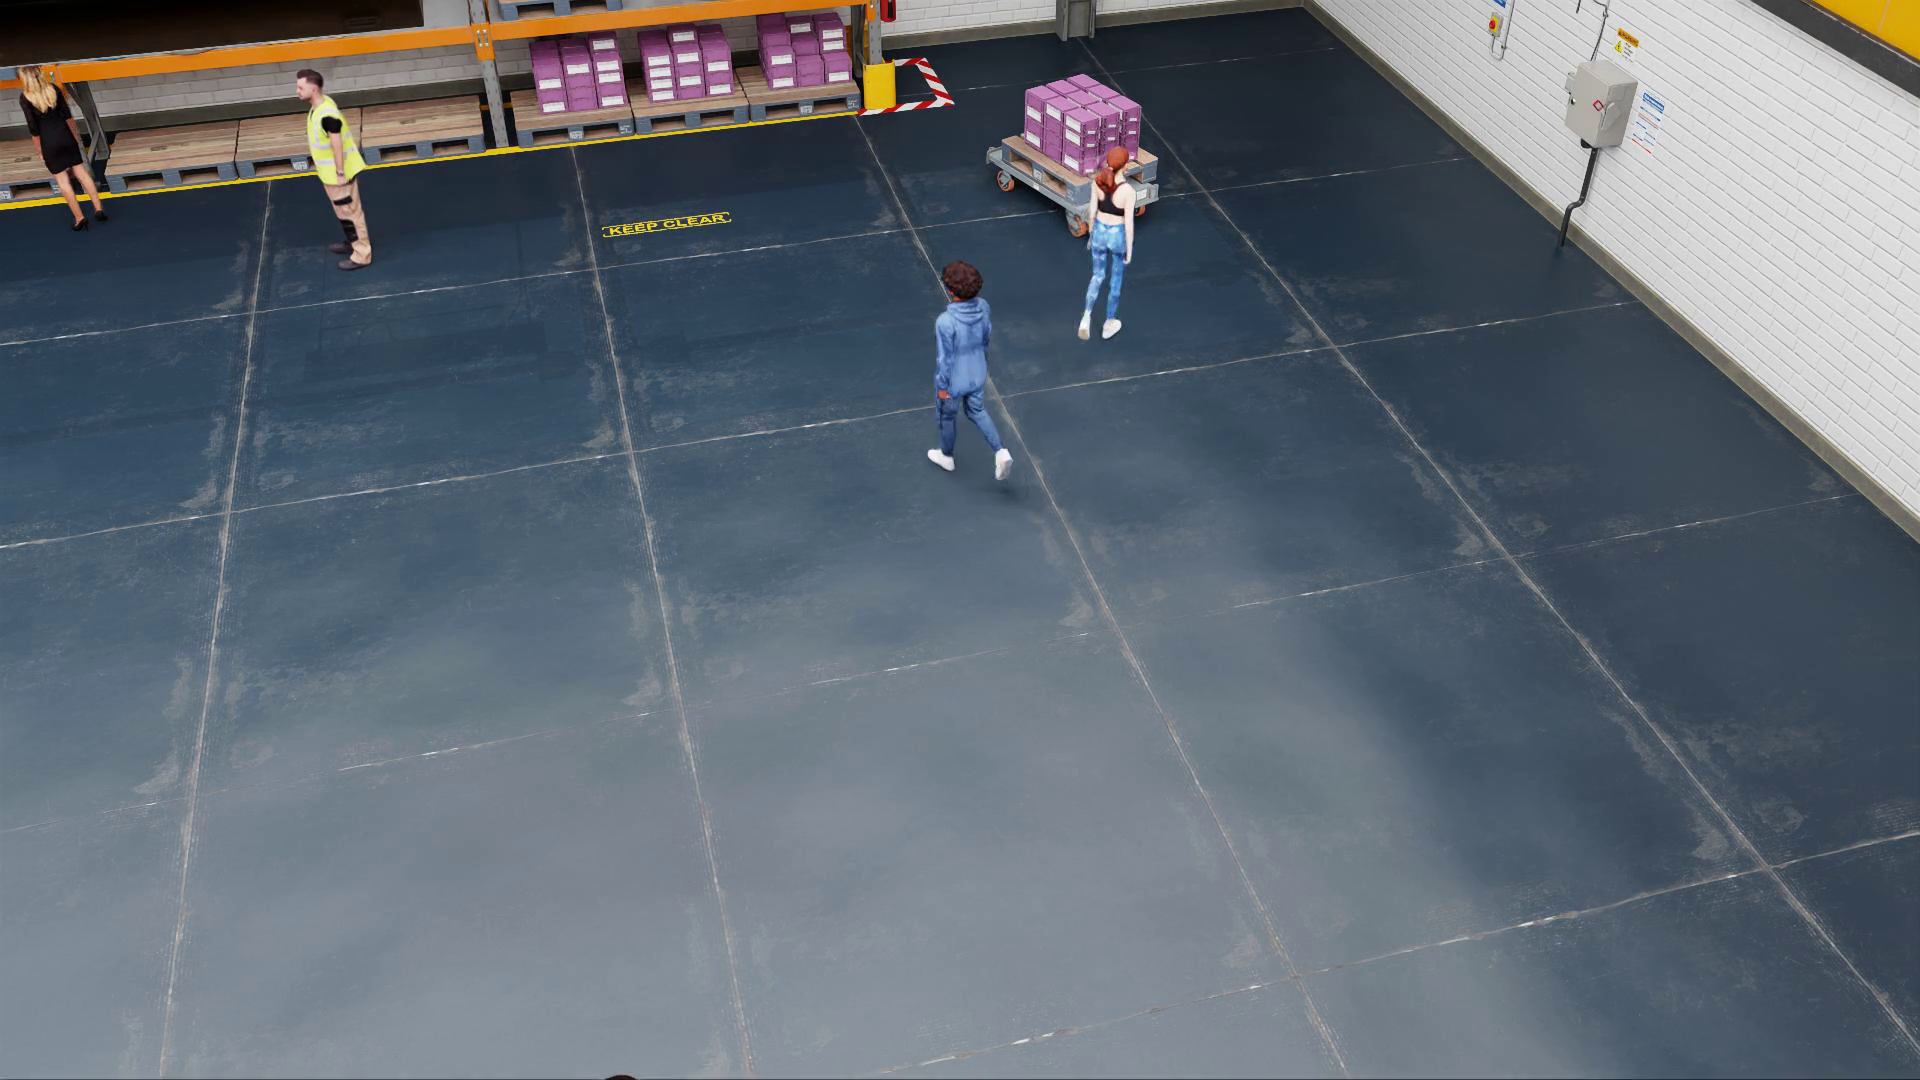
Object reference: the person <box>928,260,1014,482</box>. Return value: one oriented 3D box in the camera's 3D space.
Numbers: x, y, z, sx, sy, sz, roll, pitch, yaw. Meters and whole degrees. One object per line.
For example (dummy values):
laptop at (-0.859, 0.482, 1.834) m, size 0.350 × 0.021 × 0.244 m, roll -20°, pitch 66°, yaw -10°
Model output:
person at (0.073, -1.198, 12.260) m, size 1.067 × 1.789 × 1.007 m, roll -29°, pitch 47°, yaw -31°

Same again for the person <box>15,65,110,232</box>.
person at (-8.359, -3.667, 15.441) m, size 0.701 × 1.676 × 0.632 m, roll 25°, pitch 45°, yaw 28°

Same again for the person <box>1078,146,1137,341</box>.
person at (1.199, -2.396, 13.772) m, size 0.897 × 1.774 × 0.948 m, roll 19°, pitch 42°, yaw 22°

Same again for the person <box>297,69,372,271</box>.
person at (-5.593, -3.345, 14.904) m, size 0.775 × 1.844 × 0.772 m, roll -17°, pitch 42°, yaw -21°
